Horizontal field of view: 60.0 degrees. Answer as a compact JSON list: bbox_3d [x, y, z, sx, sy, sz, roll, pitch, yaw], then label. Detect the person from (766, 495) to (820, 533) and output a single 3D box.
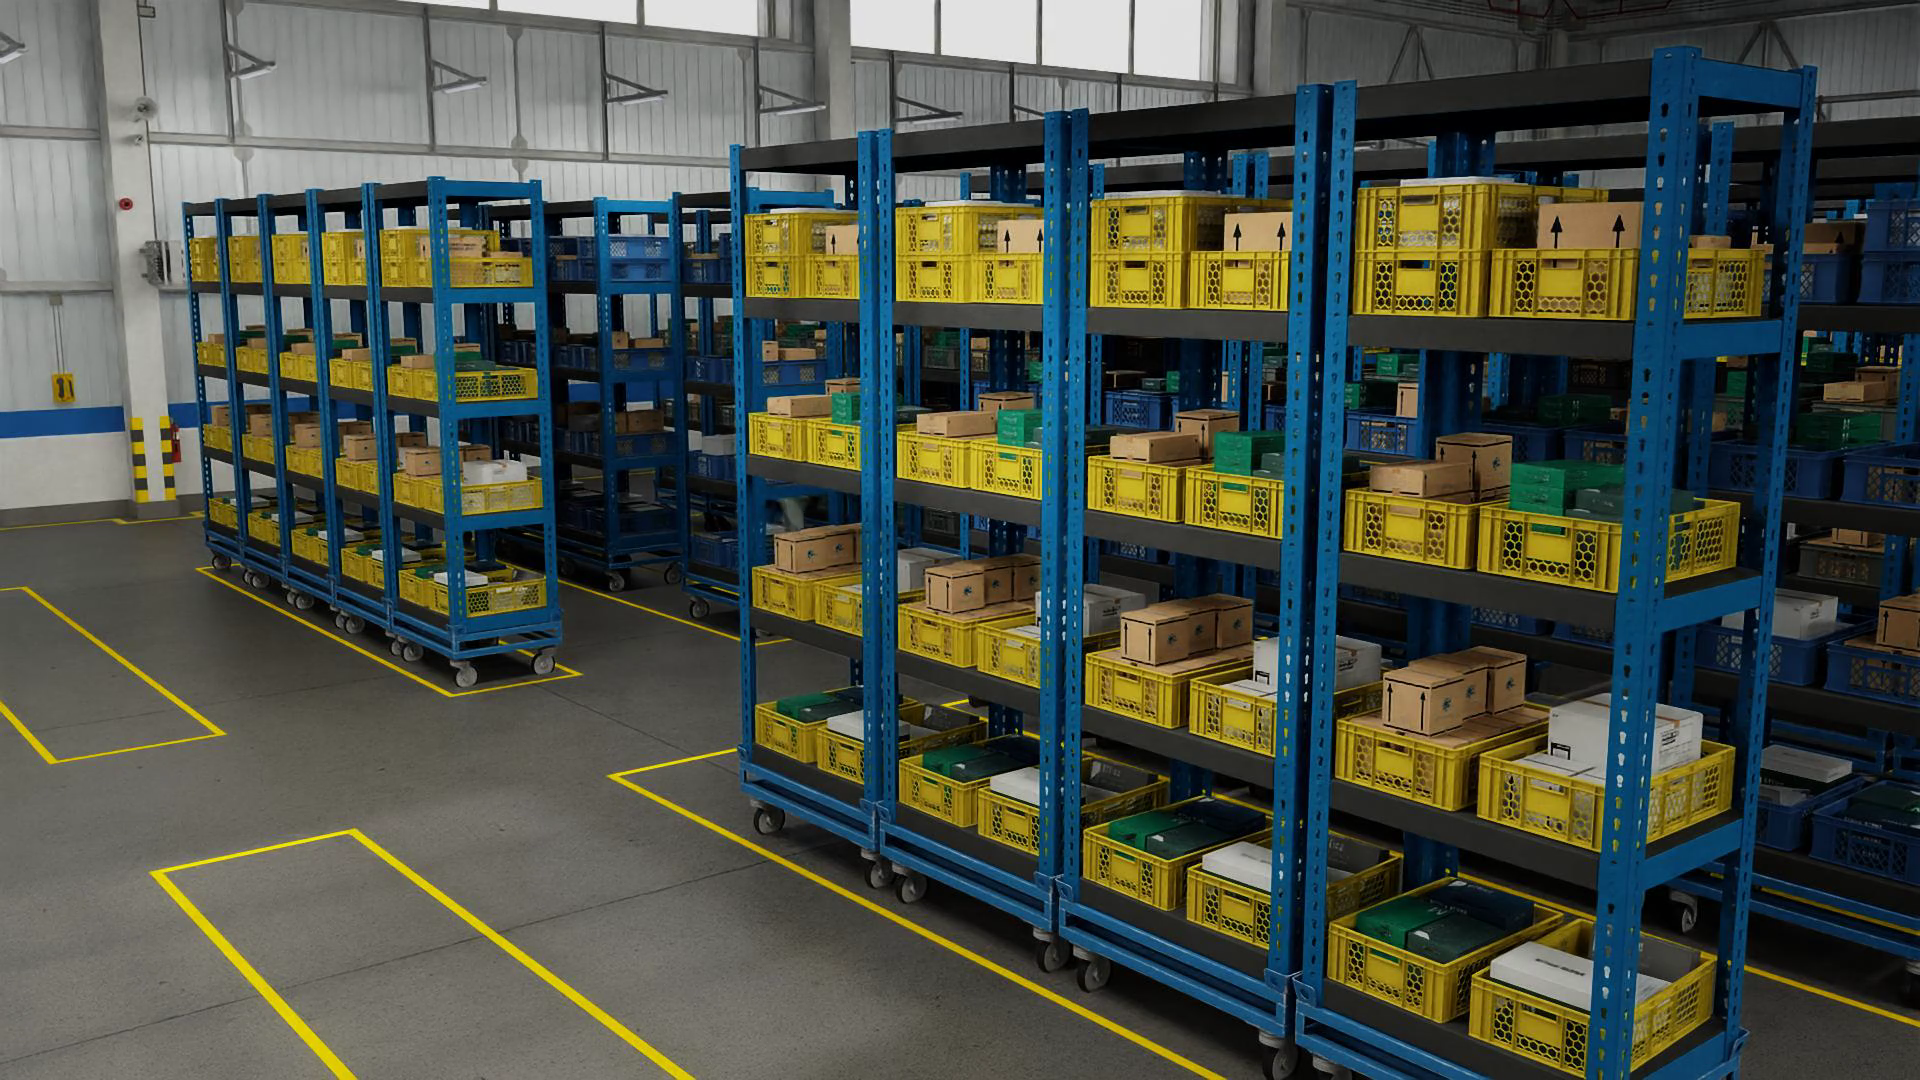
[{"bbox_3d":[-1.646,-0.503,15.996,0.931,1.774,0.590,9,13,44],"label":"person"}]
